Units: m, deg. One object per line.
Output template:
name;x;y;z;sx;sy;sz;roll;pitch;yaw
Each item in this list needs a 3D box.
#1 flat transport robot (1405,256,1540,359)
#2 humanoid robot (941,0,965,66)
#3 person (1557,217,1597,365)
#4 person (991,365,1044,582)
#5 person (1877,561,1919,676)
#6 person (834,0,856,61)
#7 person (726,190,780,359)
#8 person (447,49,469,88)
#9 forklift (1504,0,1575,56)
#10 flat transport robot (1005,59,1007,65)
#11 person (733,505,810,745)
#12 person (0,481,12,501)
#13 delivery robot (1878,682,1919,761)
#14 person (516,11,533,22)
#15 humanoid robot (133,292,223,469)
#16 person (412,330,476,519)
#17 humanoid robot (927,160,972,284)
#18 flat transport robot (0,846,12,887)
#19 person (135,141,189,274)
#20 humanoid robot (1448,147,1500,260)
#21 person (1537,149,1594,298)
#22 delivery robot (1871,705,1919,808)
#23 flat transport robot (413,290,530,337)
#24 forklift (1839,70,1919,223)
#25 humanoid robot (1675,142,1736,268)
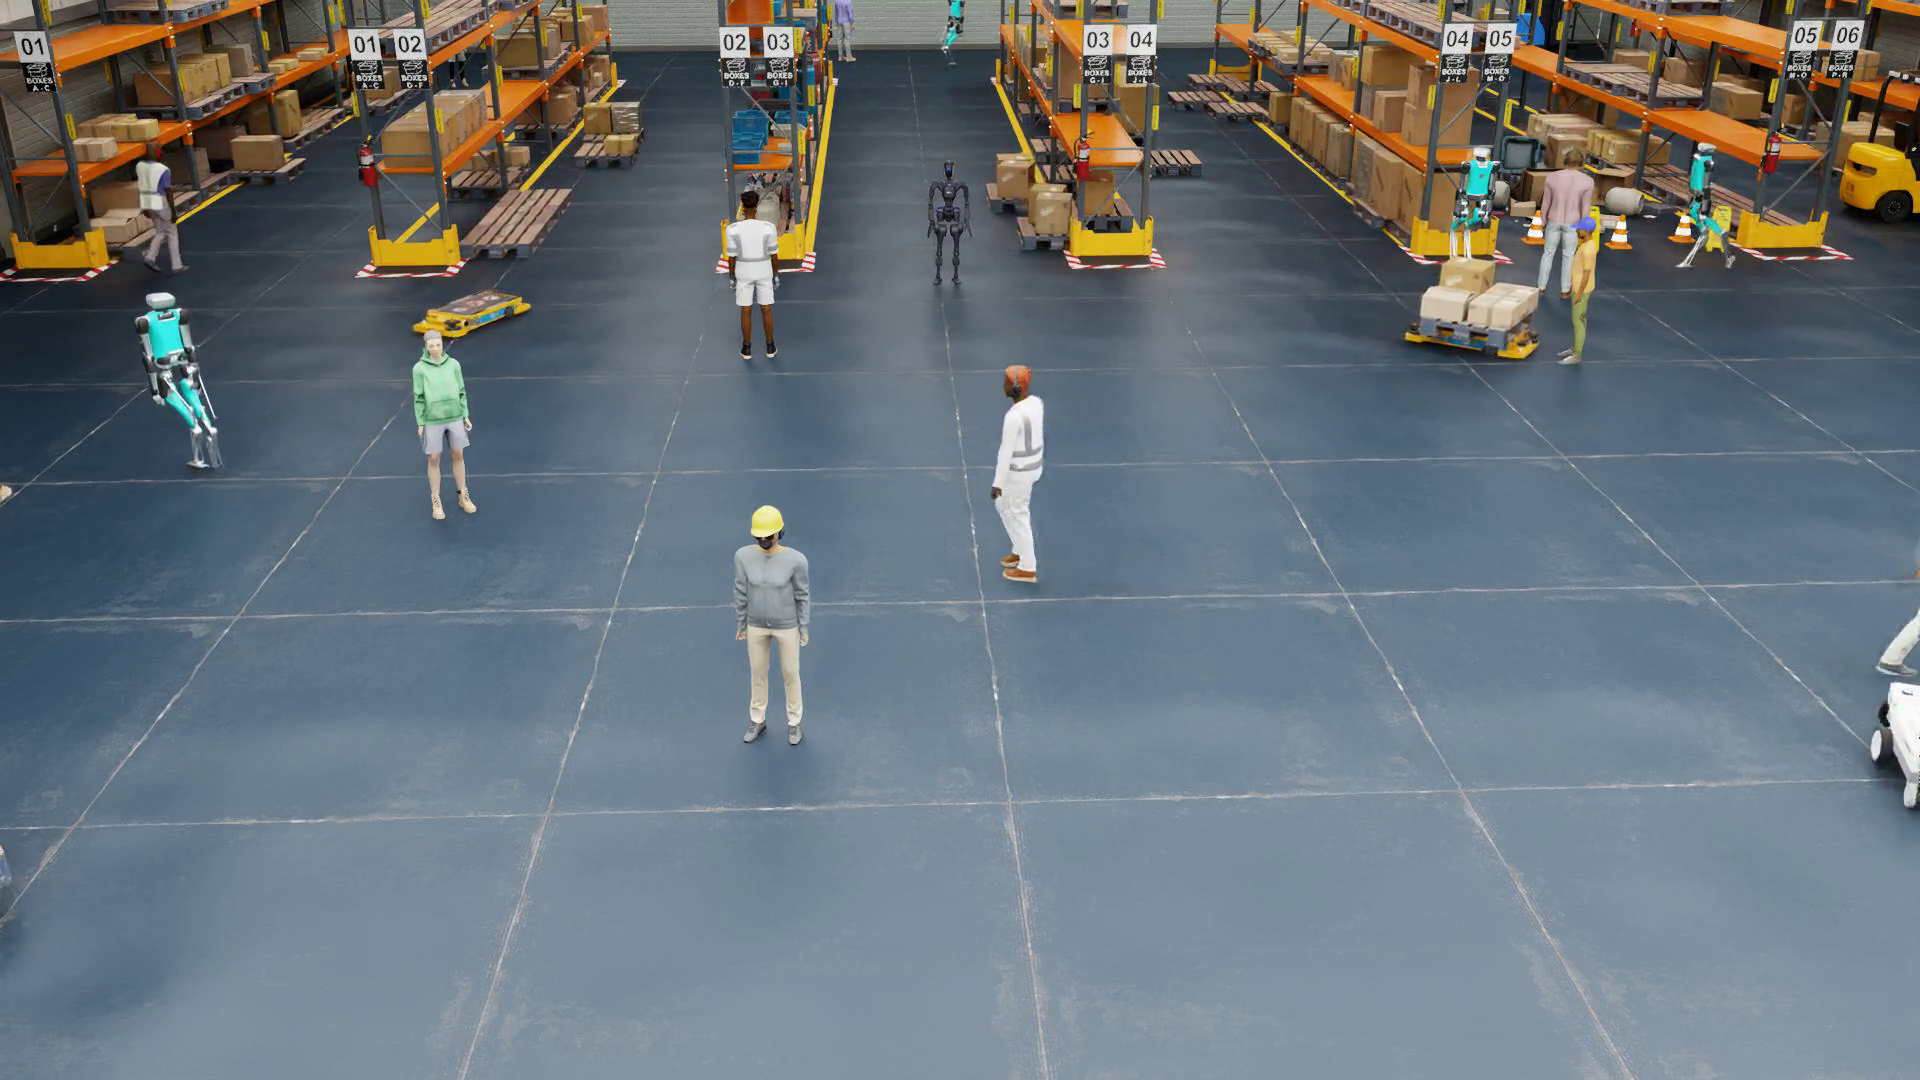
flat transport robot;6.158;-2.447;19.970;1.431;0.231;0.659;15;28;30
humanoid robot;-0.250;-12.446;40.632;0.680;1.797;0.535;-19;30;-36
person;7.097;-2.867;19.132;0.367;1.717;0.459;8;25;17
person;0.445;-0.547;13.739;0.518;1.868;0.589;8;25;17
person;7.317;0.229;12.189;0.875;1.700;0.572;3;24;8
person;-2.886;-12.892;41.558;0.602;1.798;0.386;17;29;33
person;-2.390;-3.073;19.293;0.611;1.965;0.363;-4;24;-10
person;-11.450;-11.134;37.732;0.537;1.696;0.317;-17;29;-33
forklift;14.700;-13.805;42.301;1.873;2.768;1.129;-1;24;-2
flat transport robot;1.752;-11.662;40.677;1.431;0.231;0.659;-17;29;-34
person;-1.278;0.581;11.325;0.523;1.769;0.319;3;24;8
person;-9.080;-1.070;15.101;0.561;1.740;0.767;-3;24;-7
delivery robot;6.712;1.219;11.348;0.747;0.568;0.499;10;26;22
person;-10.609;-12.488;40.602;0.548;1.838;0.682;11;26;23
humanoid robot;-7.386;-1.404;15.949;0.742;1.881;0.546;15;28;31
person;-4.674;-1.057;15.035;0.472;1.743;0.337;-14;27;-28
humanoid robot;-0.141;-4.259;22.294;0.599;1.657;0.315;-1;24;-2
flat transport robot;-6.297;2.111;9.728;0.659;0.231;1.431;-19;30;-37
person;-10.972;-4.510;22.702;0.595;1.816;0.560;8;25;18
humanoid robot;6.974;-4.583;22.803;0.533;1.675;0.735;-1;24;-2
person;7.886;-4.129;21.720;0.623;1.931;0.373;13;27;27
delivery robot;6.390;1.383;10.974;0.499;0.564;0.737;6;25;14
flat transport robot;-6.114;-2.840;20.855;0.659;0.231;1.431;11;26;23
forklift;15.132;-6.143;25.915;2.313;2.155;1.214;-1;24;-2
humanoid robot;10.508;-4.602;23.062;0.904;1.798;0.554;-1;24;-3
